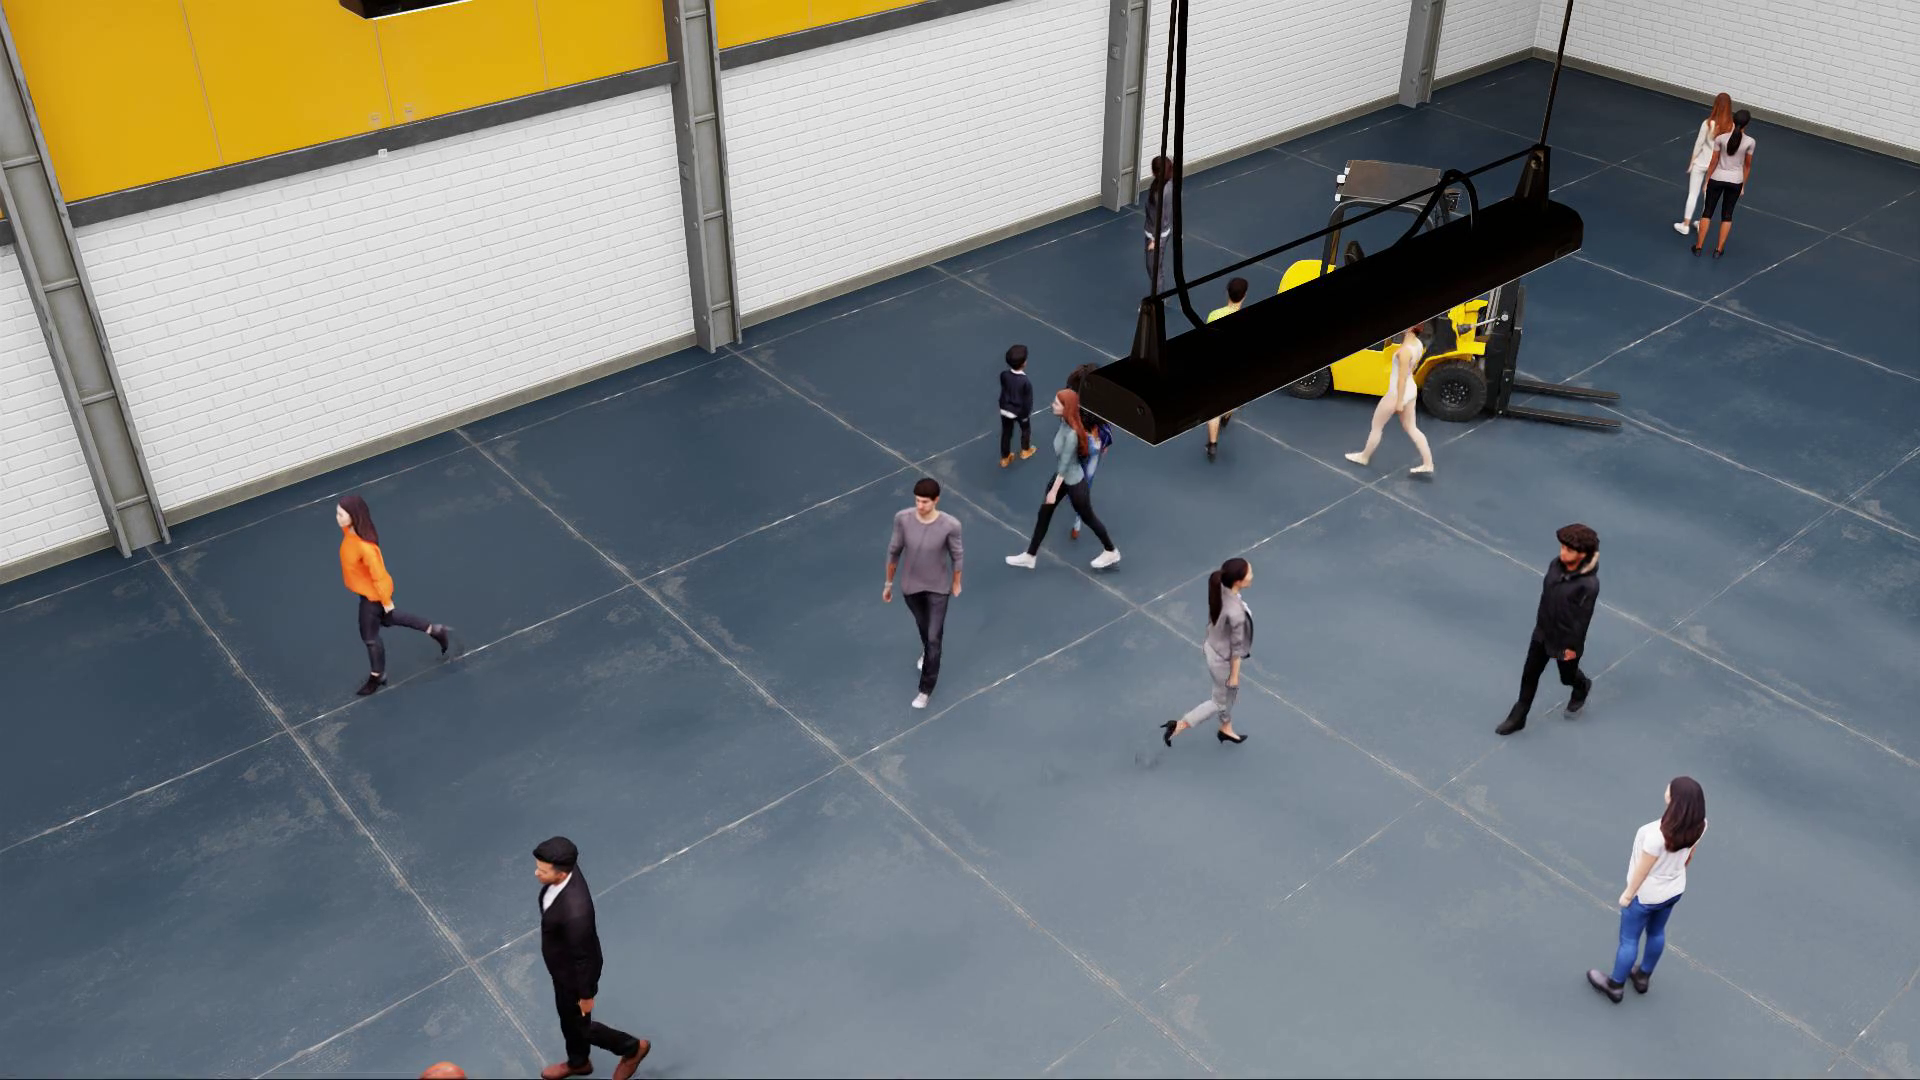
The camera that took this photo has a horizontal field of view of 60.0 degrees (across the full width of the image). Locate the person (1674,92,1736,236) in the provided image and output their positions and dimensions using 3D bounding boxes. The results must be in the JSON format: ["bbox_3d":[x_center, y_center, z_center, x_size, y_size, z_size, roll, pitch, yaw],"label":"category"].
[{"bbox_3d":[8.931,-4.474,19.822,0.657,1.709,0.732,0,34,-1],"label":"person"}]

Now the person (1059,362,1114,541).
[{"bbox_3d":[1.071,-0.747,14.339,1.032,1.572,1.133,5,34,7],"label":"person"}]

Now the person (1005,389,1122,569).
[{"bbox_3d":[1.000,-0.433,13.760,1.253,1.689,1.035,-3,34,-4],"label":"person"}]

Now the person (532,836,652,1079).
[{"bbox_3d":[-2.105,2.373,9.375,1.004,1.870,0.898,-11,35,-16],"label":"person"}]

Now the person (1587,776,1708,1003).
[{"bbox_3d":[4.161,2.110,9.942,0.547,1.681,0.706,-15,37,-22],"label":"person"}]

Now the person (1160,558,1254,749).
[{"bbox_3d":[1.795,0.871,11.831,1.052,1.654,0.885,-7,34,-10],"label":"person"}]

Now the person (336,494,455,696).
[{"bbox_3d":[-4.333,0.364,12.533,1.095,1.721,0.726,-19,38,-26],"label":"person"}]

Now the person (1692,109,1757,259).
[{"bbox_3d":[8.866,-4.131,19.270,0.693,1.748,0.698,12,35,17],"label":"person"}]

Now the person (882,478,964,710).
[{"bbox_3d":[-0.230,0.282,12.571,1.038,1.815,1.213,12,35,17],"label":"person"}]

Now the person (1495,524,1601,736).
[{"bbox_3d":[4.417,0.650,12.073,1.124,1.754,0.717,-19,38,-26],"label":"person"}]

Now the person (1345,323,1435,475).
[{"bbox_3d":[4.096,-1.284,15.117,0.831,1.606,1.051,20,39,28],"label":"person"}]

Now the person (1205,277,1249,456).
[{"bbox_3d":[2.469,-1.587,15.523,1.097,1.660,1.176,4,34,6],"label":"person"}]

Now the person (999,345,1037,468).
[{"bbox_3d":[0.479,-1.214,15.369,0.618,1.210,0.720,17,37,24],"label":"person"}]

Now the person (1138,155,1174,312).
[{"bbox_3d":[2.148,-3.318,18.028,0.749,1.769,0.642,9,35,13],"label":"person"}]
